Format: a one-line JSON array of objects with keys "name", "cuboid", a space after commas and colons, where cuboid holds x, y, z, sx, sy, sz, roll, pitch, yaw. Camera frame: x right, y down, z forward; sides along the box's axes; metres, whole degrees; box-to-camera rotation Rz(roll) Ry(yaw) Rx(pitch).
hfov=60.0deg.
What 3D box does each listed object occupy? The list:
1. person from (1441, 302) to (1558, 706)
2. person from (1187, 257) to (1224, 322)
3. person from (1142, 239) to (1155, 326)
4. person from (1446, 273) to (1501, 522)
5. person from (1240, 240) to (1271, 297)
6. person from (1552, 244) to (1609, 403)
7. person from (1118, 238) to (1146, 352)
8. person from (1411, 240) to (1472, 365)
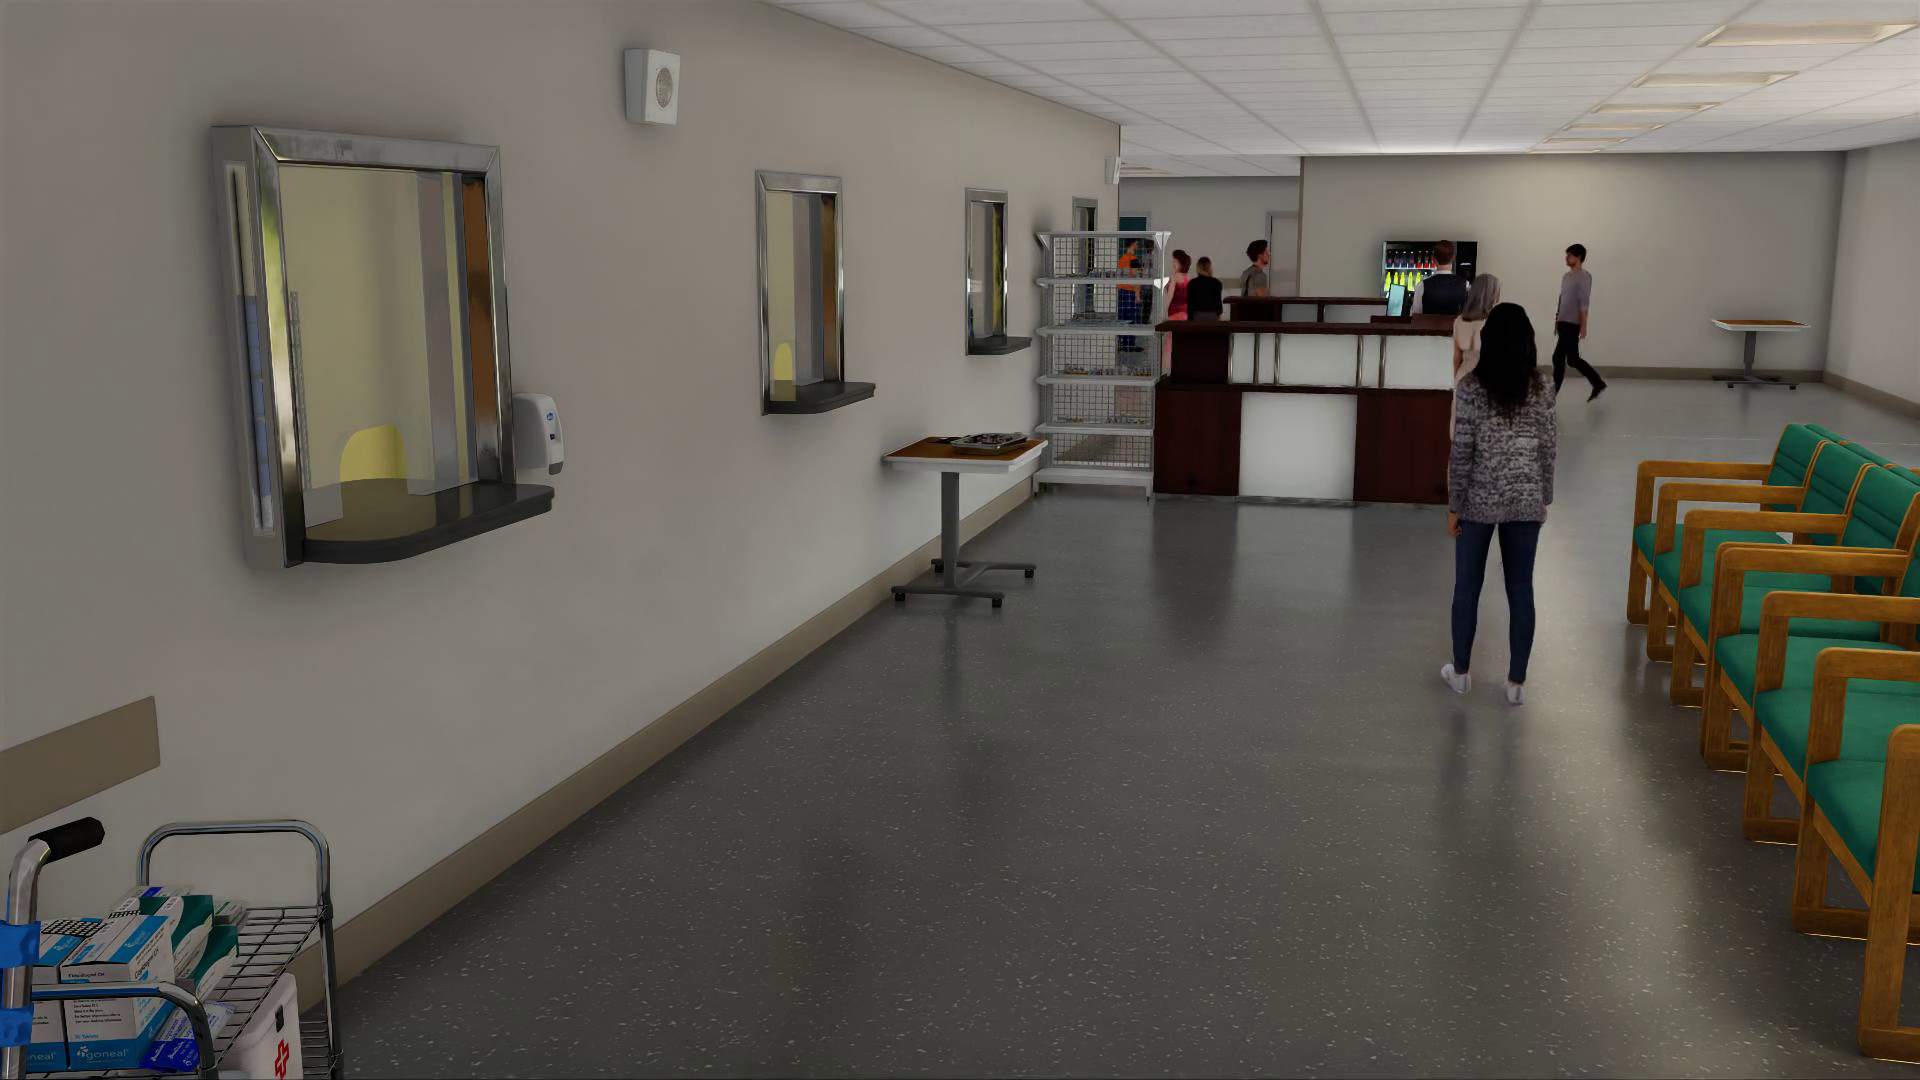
[{"name": "person", "cuboid": [2.340, -0.158, 7.186, 0.685, 1.735, 0.745, 1, 11, 5]}, {"name": "person", "cuboid": [2.976, -2.605, 20.281, 0.501, 1.663, 0.659, 3, 11, 17]}, {"name": "person", "cuboid": [3.700, -4.998, 32.596, 0.559, 1.772, 0.644, 5, 12, 23]}, {"name": "person", "cuboid": [3.450, -0.907, 11.243, 1.032, 1.694, 1.124, -10, 15, -42]}, {"name": "person", "cuboid": [3.130, -2.322, 18.314, 1.298, 1.838, 0.927, 0, 11, -2]}, {"name": "person", "cuboid": [7.065, -2.434, 18.983, 1.254, 1.809, 0.945, -1, 11, -4]}, {"name": "person", "cuboid": [2.771, -4.044, 27.270, 0.897, 1.883, 0.843, -5, 12, -25]}, {"name": "person", "cuboid": [4.063, -1.565, 14.065, 0.518, 1.935, 0.721, 2, 11, 11]}]
